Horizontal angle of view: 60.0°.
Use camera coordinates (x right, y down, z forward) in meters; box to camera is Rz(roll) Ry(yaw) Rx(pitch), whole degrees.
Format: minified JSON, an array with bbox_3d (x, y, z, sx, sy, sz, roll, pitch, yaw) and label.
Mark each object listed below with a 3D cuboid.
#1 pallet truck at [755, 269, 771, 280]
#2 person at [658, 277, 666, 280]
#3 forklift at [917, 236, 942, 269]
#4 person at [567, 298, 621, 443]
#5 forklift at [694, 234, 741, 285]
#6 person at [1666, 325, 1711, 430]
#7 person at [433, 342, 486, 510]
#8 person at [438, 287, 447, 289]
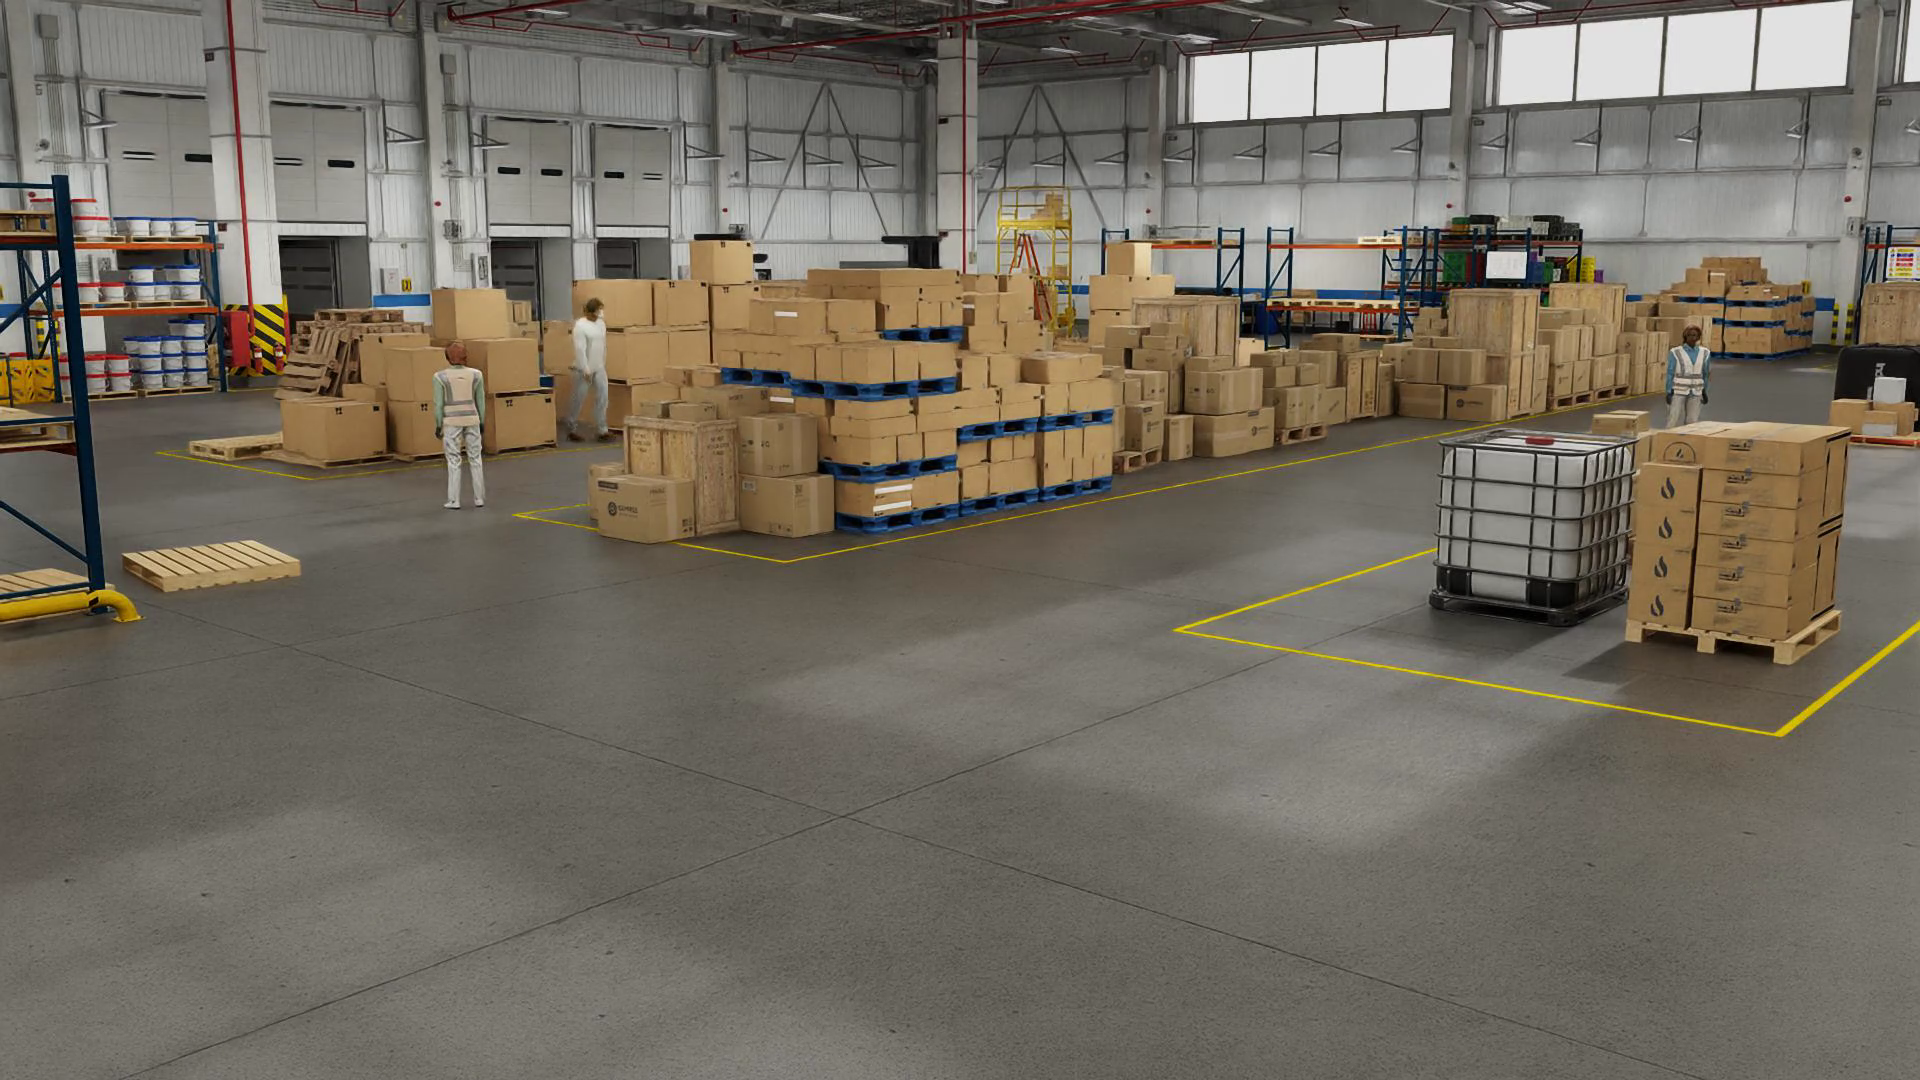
[{"bbox_3d":[-4.996,-6.432,45.525,1.885,1.965,0.823,-6,12,-32],"label":"pallet truck"},{"bbox_3d":[-6.406,-4.708,35.921,0.635,1.928,0.381,-5,11,-25],"label":"person"},{"bbox_3d":[-0.712,-5.763,39.203,1.873,2.768,1.129,2,10,14],"label":"forklift"},{"bbox_3d":[-4.850,-2.207,21.741,0.826,1.892,0.704,6,12,31],"label":"person"},{"bbox_3d":[-4.871,-4.776,33.586,1.129,2.768,1.873,5,11,26],"label":"forklift"},{"bbox_3d":[8.660,-1.738,19.817,0.514,1.640,0.315,0,10,-1],"label":"person"},{"bbox_3d":[-4.885,-1.115,16.274,0.513,1.641,0.307,-7,12,-36],"label":"person"},{"bbox_3d":[-11.582,-4.889,37.628,0.406,1.681,0.544,-7,12,-35],"label":"person"}]
